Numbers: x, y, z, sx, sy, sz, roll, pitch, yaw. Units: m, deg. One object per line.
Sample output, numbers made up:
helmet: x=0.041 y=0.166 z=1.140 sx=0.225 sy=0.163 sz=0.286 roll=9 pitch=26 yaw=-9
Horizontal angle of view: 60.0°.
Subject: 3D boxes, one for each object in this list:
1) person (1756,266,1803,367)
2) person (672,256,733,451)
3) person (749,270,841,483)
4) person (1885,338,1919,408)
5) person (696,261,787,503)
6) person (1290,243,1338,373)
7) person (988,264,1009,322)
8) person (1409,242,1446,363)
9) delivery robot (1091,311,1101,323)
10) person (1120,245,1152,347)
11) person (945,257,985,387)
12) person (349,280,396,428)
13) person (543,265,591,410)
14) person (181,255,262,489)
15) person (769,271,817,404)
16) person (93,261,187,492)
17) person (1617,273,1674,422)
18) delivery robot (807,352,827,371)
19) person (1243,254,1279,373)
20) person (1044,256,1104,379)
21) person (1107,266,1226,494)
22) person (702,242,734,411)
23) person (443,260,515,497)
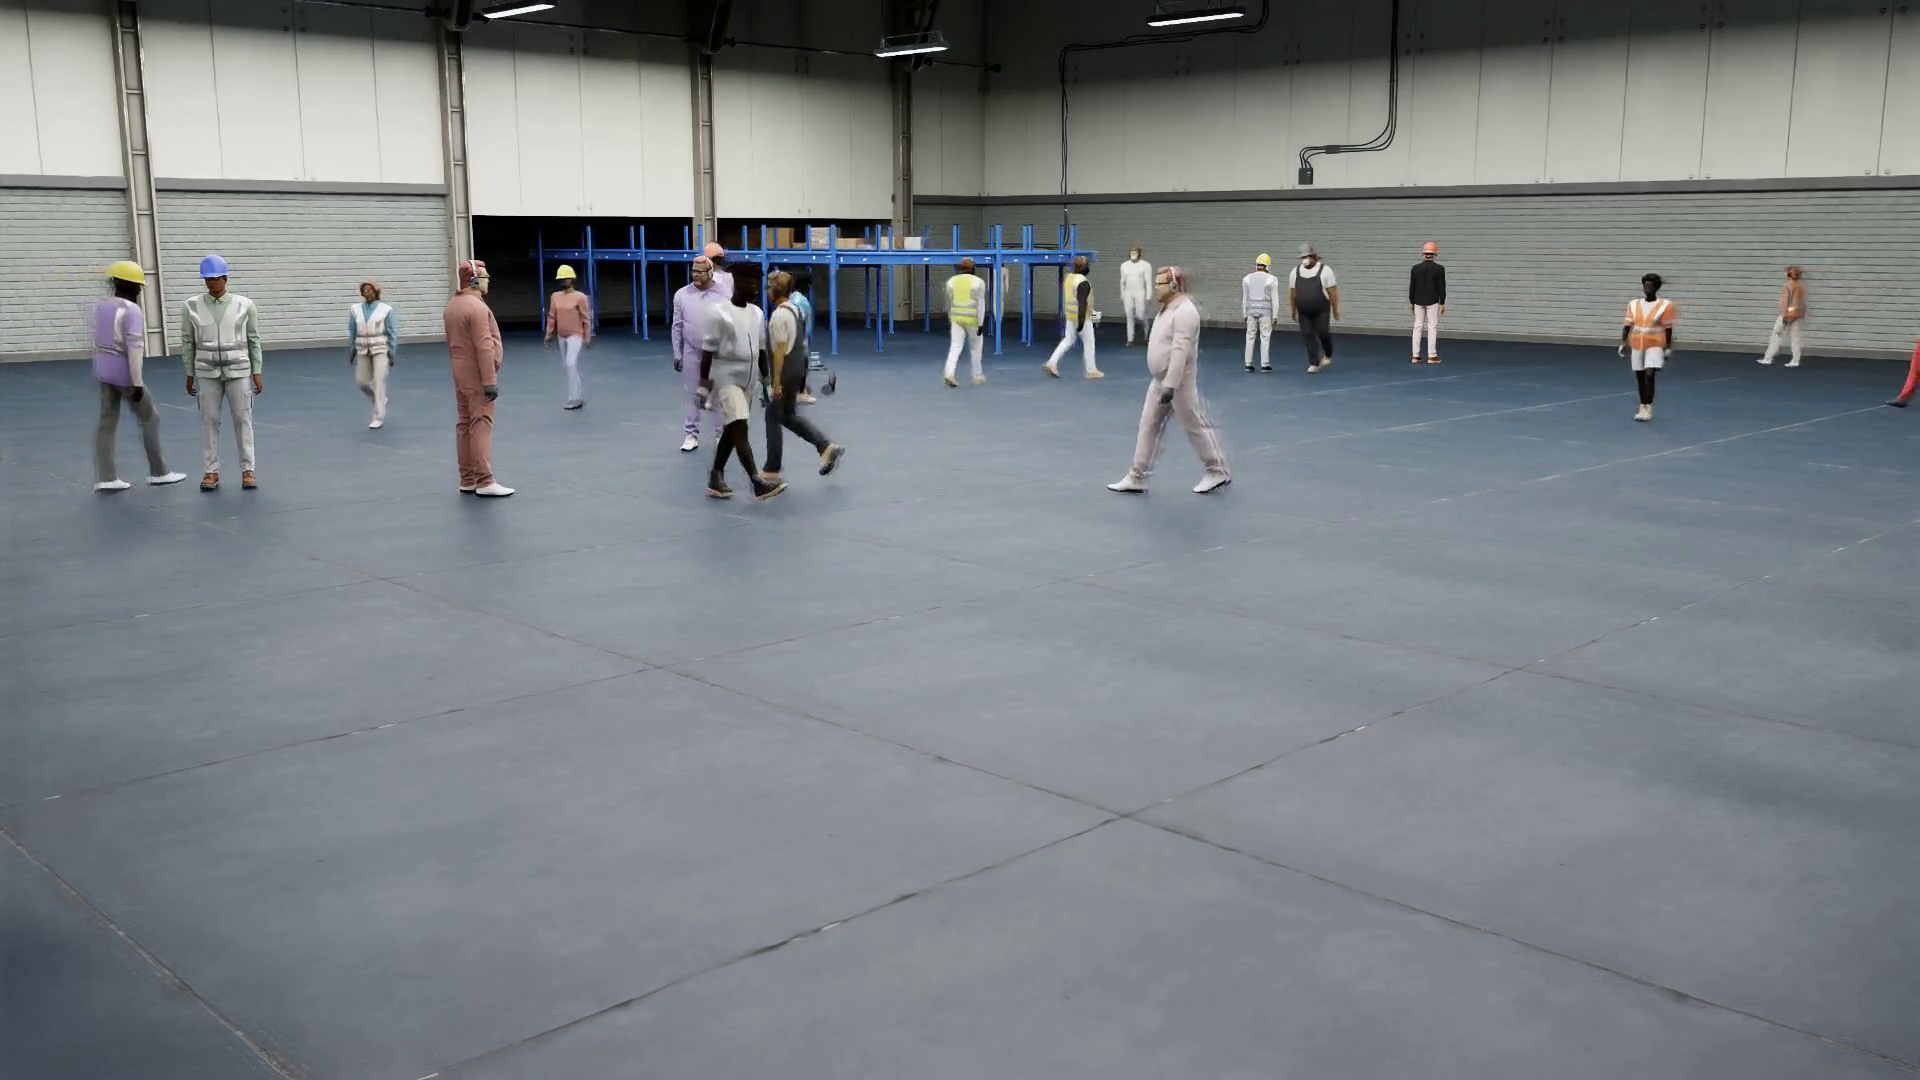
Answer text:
person: x=13.299 y=-3.610 z=26.857 sx=0.538 sy=1.607 sz=0.761 roll=-6 pitch=12 yaw=-29
person: x=-2.508 y=-1.824 z=16.348 sx=0.651 sy=1.904 sz=0.403 roll=0 pitch=10 yaw=0
person: x=-1.438 y=-1.395 z=14.236 sx=0.728 sy=1.825 sz=0.514 roll=3 pitch=11 yaw=14
person: x=11.768 y=-2.452 z=20.217 sx=0.746 sy=1.728 sz=0.547 roll=-1 pitch=10 yaw=-6
person: x=-1.734 y=-1.261 z=13.253 sx=0.948 sy=1.901 sz=0.644 roll=7 pitch=13 yaw=35
person: x=5.501 y=-3.616 z=25.861 sx=0.739 sy=2.000 sz=0.780 roll=6 pitch=12 yaw=32
person: x=0.943 y=-6.092 z=40.418 sx=0.507 sy=1.610 sz=0.627 roll=-1 pitch=10 yaw=-5
person: x=7.789 y=-3.953 z=27.701 sx=0.622 sy=1.996 sz=0.371 roll=9 pitch=13 yaw=39
delivery robot: x=2.806 y=-5.024 z=37.338 sx=0.707 sy=0.478 sz=0.477 roll=-3 pitch=11 yaw=-18
person: x=3.370 y=-4.658 z=31.749 sx=0.637 sy=1.922 sz=0.607 roll=5 pitch=12 yaw=27
person: x=0.069 y=-3.070 z=23.429 sx=0.621 sy=1.812 sz=0.919 roll=5 pitch=11 yaw=24
person: x=-6.478 y=-2.068 z=18.413 sx=0.533 sy=1.621 sz=0.548 roll=1 pitch=10 yaw=6
person: x=-4.804 y=-2.451 z=20.210 sx=0.533 sy=1.745 sz=0.676 roll=6 pitch=12 yaw=28
person: x=-6.158 y=-1.397 z=13.900 sx=0.612 sy=1.946 sz=0.405 roll=-3 pitch=11 yaw=-17
person: x=-2.128 y=-2.546 z=20.913 sx=0.616 sy=1.669 sz=0.555 roll=-4 pitch=11 yaw=-21
person: x=-6.905 y=-1.367 z=13.871 sx=0.610 sy=1.884 sz=0.812 roll=5 pitch=12 yaw=27
person: x=7.755 y=-2.178 z=18.880 sx=0.682 sy=1.671 sz=0.547 roll=-10 pitch=14 yaw=-42
delivery robot: x=-1.958 y=-2.419 z=22.427 sx=0.335 sy=0.223 sz=0.698 roll=0 pitch=10 yaw=2
person: x=4.669 y=-3.518 z=25.807 sx=0.592 sy=1.827 sz=0.403 roll=6 pitch=12 yaw=31
person: x=1.700 y=-3.306 z=24.701 sx=0.882 sy=1.814 sz=0.620 roll=-5 pitch=11 yaw=-23
person: x=1.759 y=-1.304 z=13.653 sx=0.983 sy=1.866 sz=0.650 roll=-3 pitch=11 yaw=-17
person: x=-2.888 y=-2.552 z=19.991 sx=0.564 sy=2.024 sz=0.604 roll=8 pitch=13 yaw=39
person: x=-3.927 y=-1.317 z=13.575 sx=0.405 sy=1.911 sz=0.636 roll=-8 pitch=13 yaw=-38
